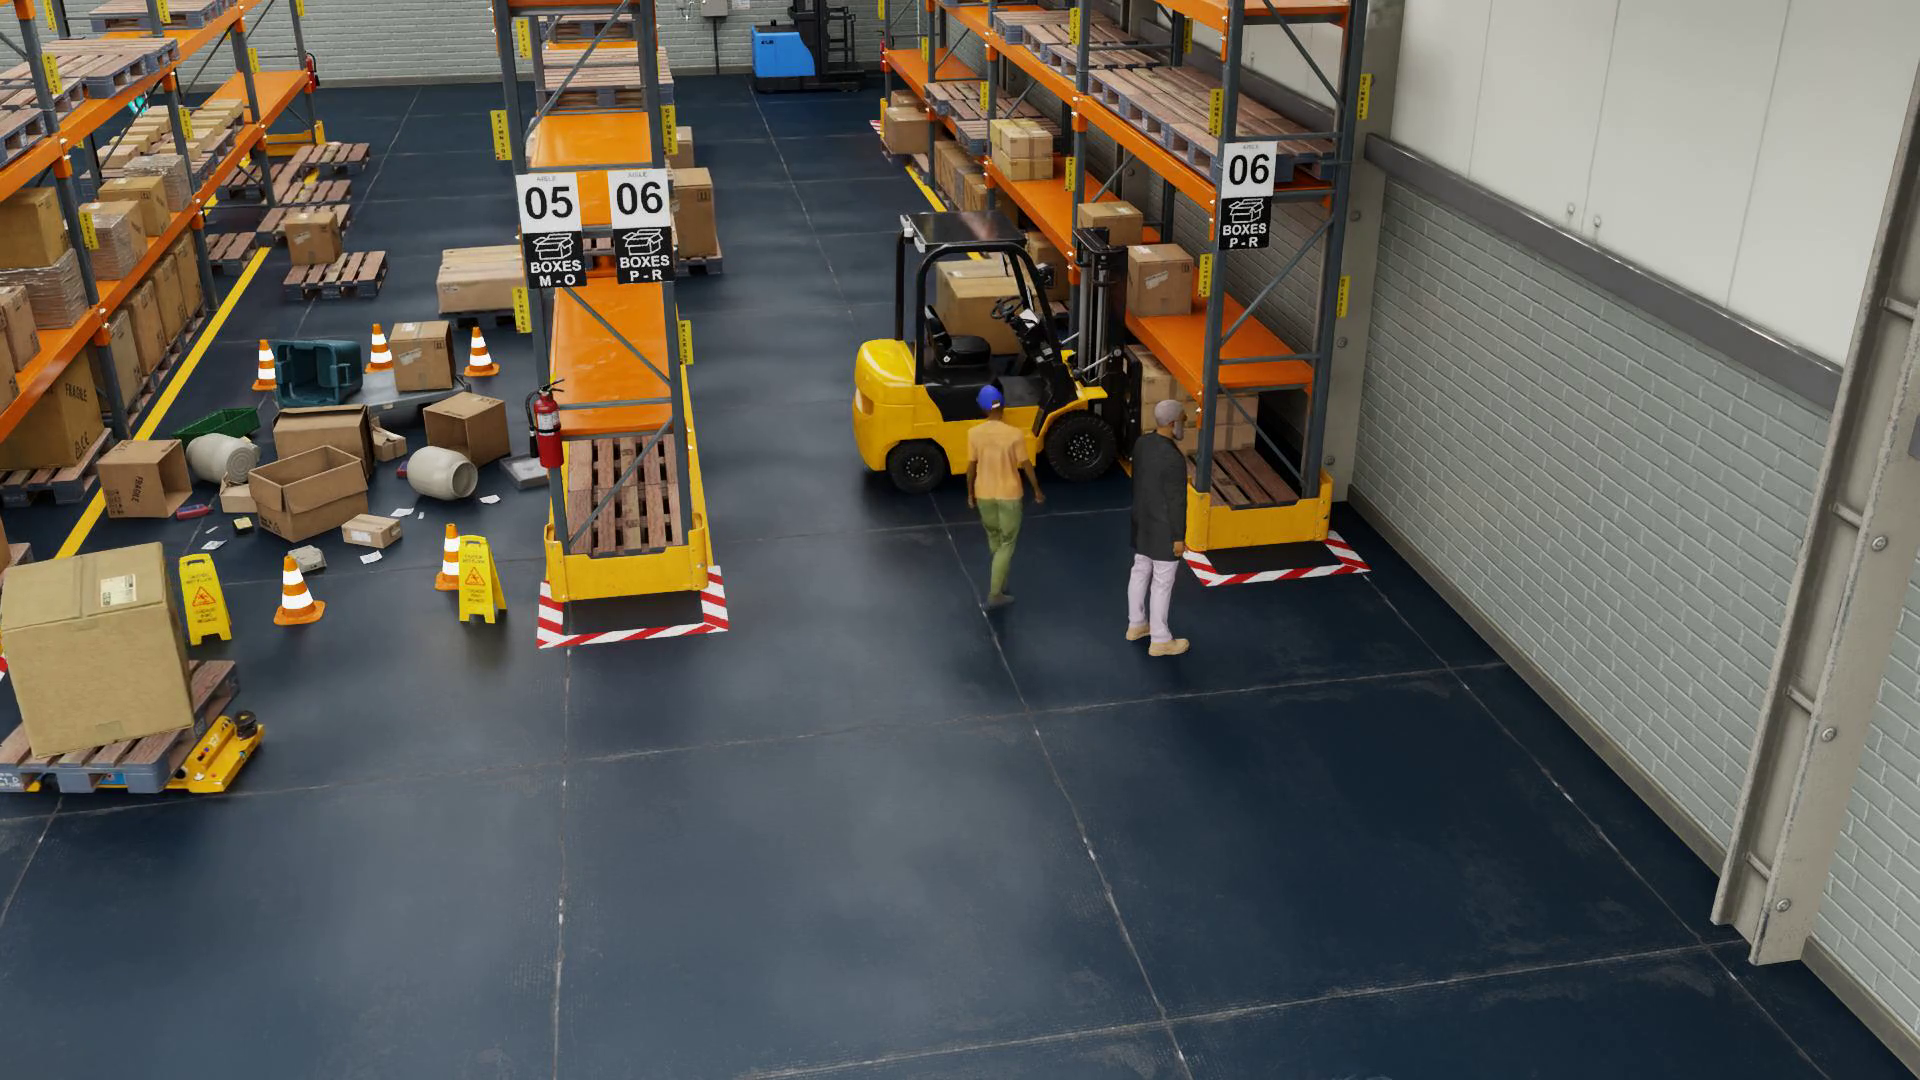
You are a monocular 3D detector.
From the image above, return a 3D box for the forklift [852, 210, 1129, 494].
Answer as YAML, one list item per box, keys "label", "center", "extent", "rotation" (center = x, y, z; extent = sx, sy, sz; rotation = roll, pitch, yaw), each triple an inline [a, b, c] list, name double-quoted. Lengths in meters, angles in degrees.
- label: "forklift"
  center: [0.216, -1.659, 14.366]
  extent: [2.313, 2.155, 1.214]
  rotation: [-5, 26, -10]

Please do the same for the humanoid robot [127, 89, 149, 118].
- label: "humanoid robot"
  center: [-12.849, -6.937, 25.938]
  extent: [0.533, 1.781, 1.015]
  rotation: [-20, 32, -36]

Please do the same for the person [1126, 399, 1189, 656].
- label: "person"
  center: [1.373, -0.093, 11.489]
  extent: [0.403, 1.854, 0.543]
  rotation: [-13, 29, -25]

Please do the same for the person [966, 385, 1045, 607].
- label: "person"
  center: [0.317, -0.319, 12.142]
  extent: [0.551, 1.687, 0.513]
  rotation: [8, 27, 17]

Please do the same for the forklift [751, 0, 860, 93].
- label: "forklift"
  center: [-2.872, -9.679, 30.288]
  extent: [1.873, 2.768, 1.129]
  rotation: [-5, 26, -10]

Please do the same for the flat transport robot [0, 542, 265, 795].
- label: "flat transport robot"
  center: [-5.187, 1.319, 10.382]
  extent: [1.431, 0.231, 0.659]
  rotation: [0, 26, 1]
